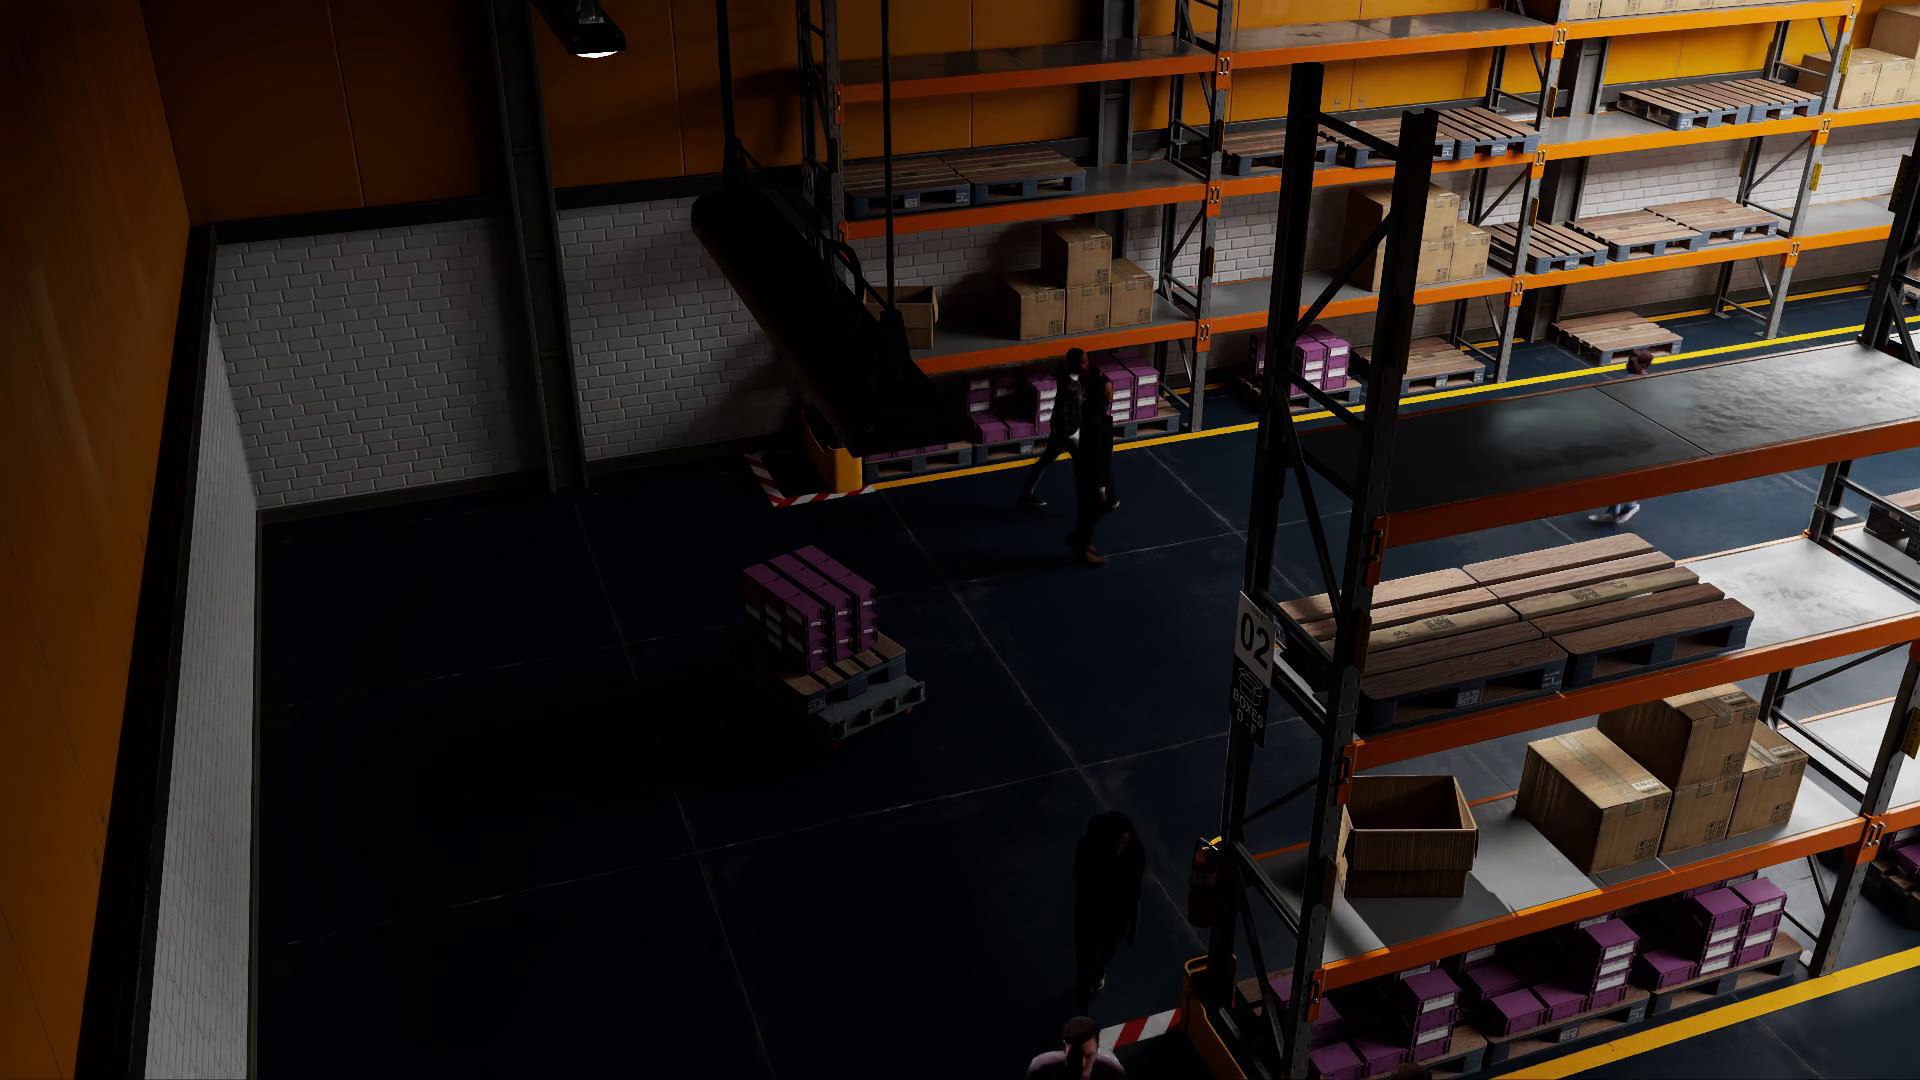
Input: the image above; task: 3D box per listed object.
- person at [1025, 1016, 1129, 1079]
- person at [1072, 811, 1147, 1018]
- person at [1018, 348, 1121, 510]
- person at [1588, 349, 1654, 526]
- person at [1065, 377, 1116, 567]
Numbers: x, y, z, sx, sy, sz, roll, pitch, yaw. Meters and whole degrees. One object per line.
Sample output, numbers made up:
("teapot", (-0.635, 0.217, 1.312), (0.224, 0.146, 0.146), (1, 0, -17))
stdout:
("person", (0.556, 3.115, 8.527), (1.151, 1.826, 1.060), (2, 29, 3))
("person", (0.917, 2.276, 10.332), (1.114, 1.571, 1.033), (7, 29, 12))
("person", (0.929, -1.048, 16.235), (1.322, 1.754, 0.962), (-1, 29, -1))
("person", (6.495, -0.962, 15.991), (0.777, 1.837, 0.757), (-2, 29, -4))
("person", (1.134, -0.620, 15.310), (0.834, 1.889, 0.830), (1, 29, 1))
